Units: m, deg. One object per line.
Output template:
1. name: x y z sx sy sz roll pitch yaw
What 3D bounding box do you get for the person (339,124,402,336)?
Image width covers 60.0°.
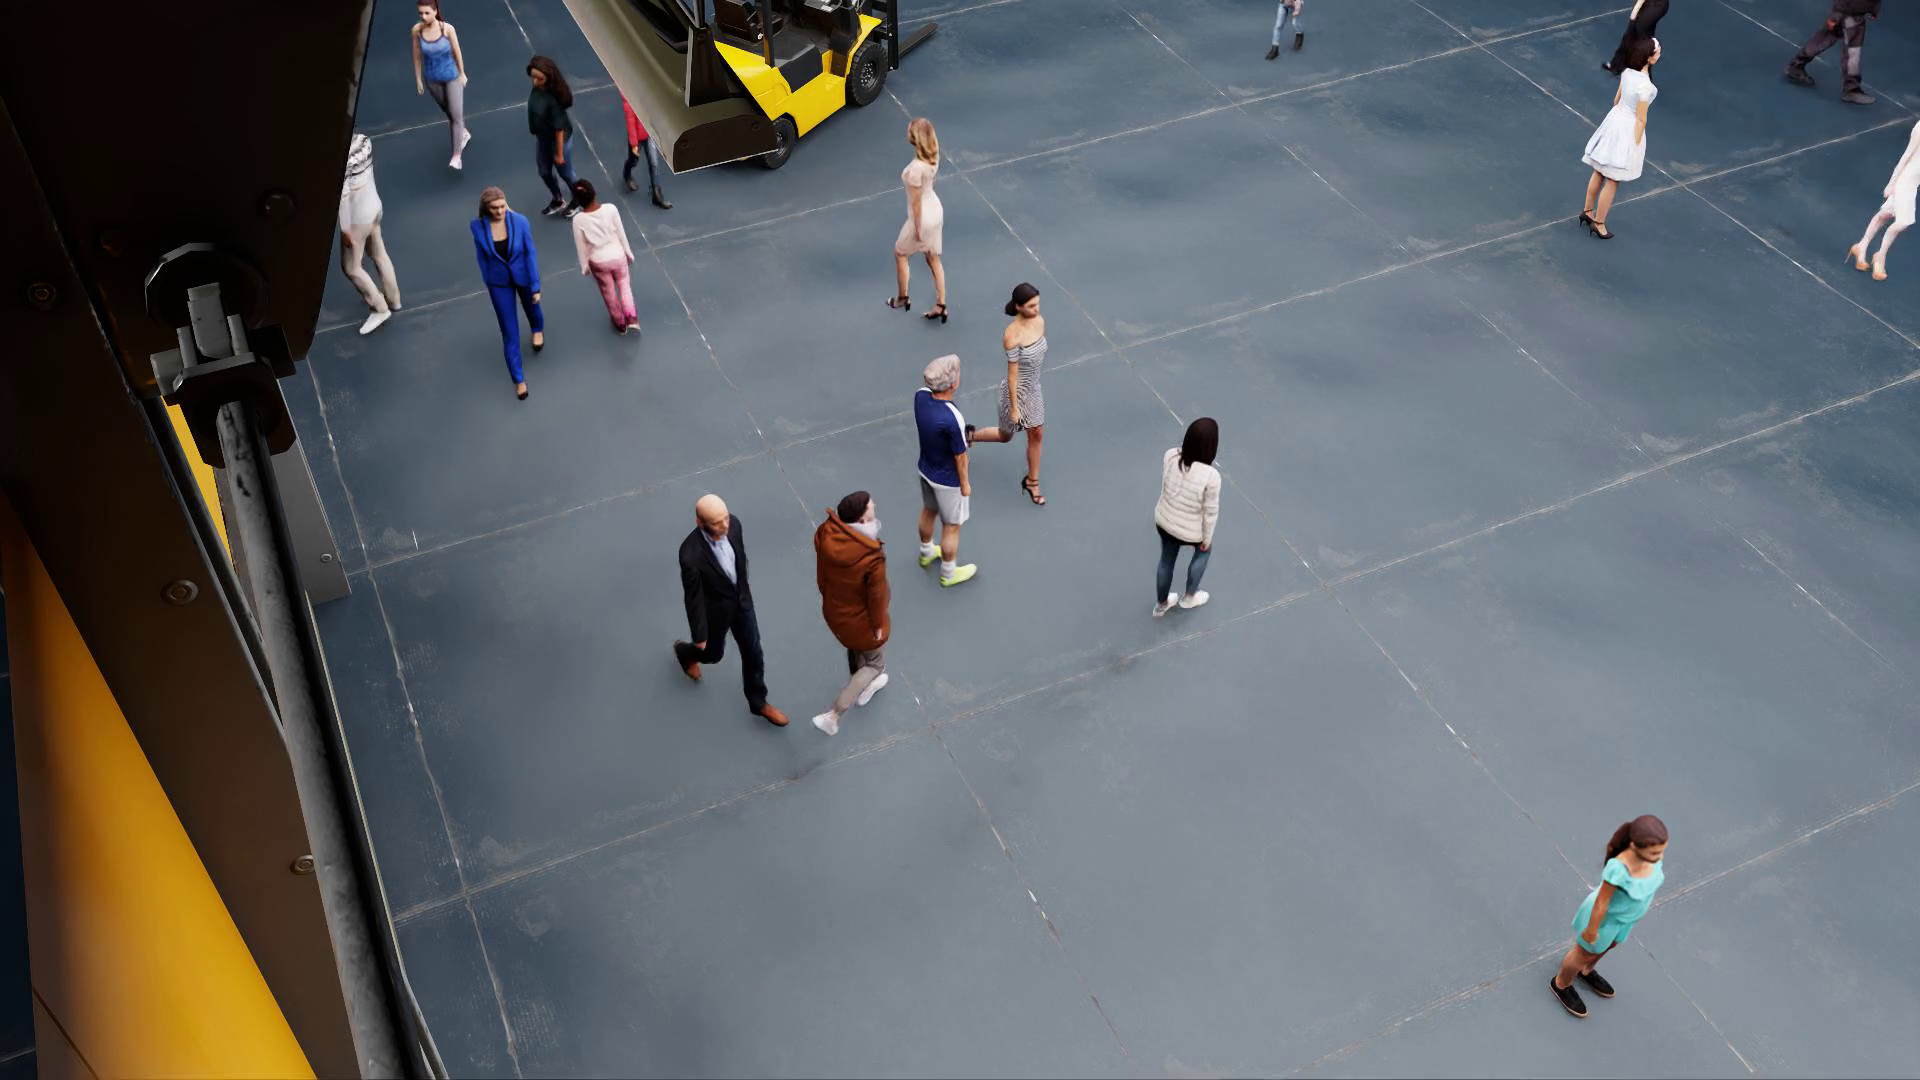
1. person: -4.804 -2.594 13.325 0.972 1.818 0.823 0 44 0

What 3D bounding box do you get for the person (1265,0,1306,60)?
1. person: 3.372 -5.467 16.804 0.812 1.178 0.751 29 51 27

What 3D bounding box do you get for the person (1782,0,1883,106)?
1. person: 8.515 -5.166 16.049 1.291 1.786 1.020 32 52 29

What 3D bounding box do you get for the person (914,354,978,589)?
1. person: -0.118 -0.461 11.072 0.728 1.838 0.555 -27 50 -26

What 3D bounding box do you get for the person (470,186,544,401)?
1. person: -3.428 -2.024 12.852 0.744 1.645 1.177 -8 44 -9

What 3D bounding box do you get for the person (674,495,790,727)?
1. person: -1.514 0.384 10.231 1.259 1.774 1.017 30 51 28

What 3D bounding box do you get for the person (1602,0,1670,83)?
1. person: 6.743 -5.080 16.065 0.759 1.638 0.945 -33 53 -30

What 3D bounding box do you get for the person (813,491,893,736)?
1. person: -0.691 0.478 10.102 1.038 1.815 0.991 29 51 27

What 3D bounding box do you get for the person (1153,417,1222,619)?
1. person: 1.417 -0.089 10.838 0.704 1.622 0.804 27 50 25

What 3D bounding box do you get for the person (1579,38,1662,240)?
1. person: 5.645 -3.430 14.202 0.840 1.819 0.750 -6 44 -7

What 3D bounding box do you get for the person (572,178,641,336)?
1. person: -2.786 -2.208 13.193 0.581 1.440 0.653 -17 46 -17

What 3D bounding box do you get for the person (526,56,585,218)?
1. person: -3.499 -3.494 14.432 0.761 1.594 0.651 -23 48 -22

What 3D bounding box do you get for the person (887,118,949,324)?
1. person: -0.213 -2.501 13.234 0.907 1.810 0.799 26 49 25

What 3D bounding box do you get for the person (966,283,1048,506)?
1. person: 0.349 -1.041 11.711 1.100 1.796 0.855 31 51 28

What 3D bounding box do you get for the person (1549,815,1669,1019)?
1. person: 3.421 1.949 8.746 0.580 1.557 0.573 -27 50 -25

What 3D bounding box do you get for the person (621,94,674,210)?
1. person: -2.880 -3.587 14.760 0.711 1.277 0.964 -34 53 -30

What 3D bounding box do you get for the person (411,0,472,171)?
1. person: -4.714 -4.250 15.241 0.897 1.574 1.112 3 44 3

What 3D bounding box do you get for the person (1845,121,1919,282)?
1. person: 7.768 -3.008 13.788 0.638 1.780 0.671 -23 48 -23
